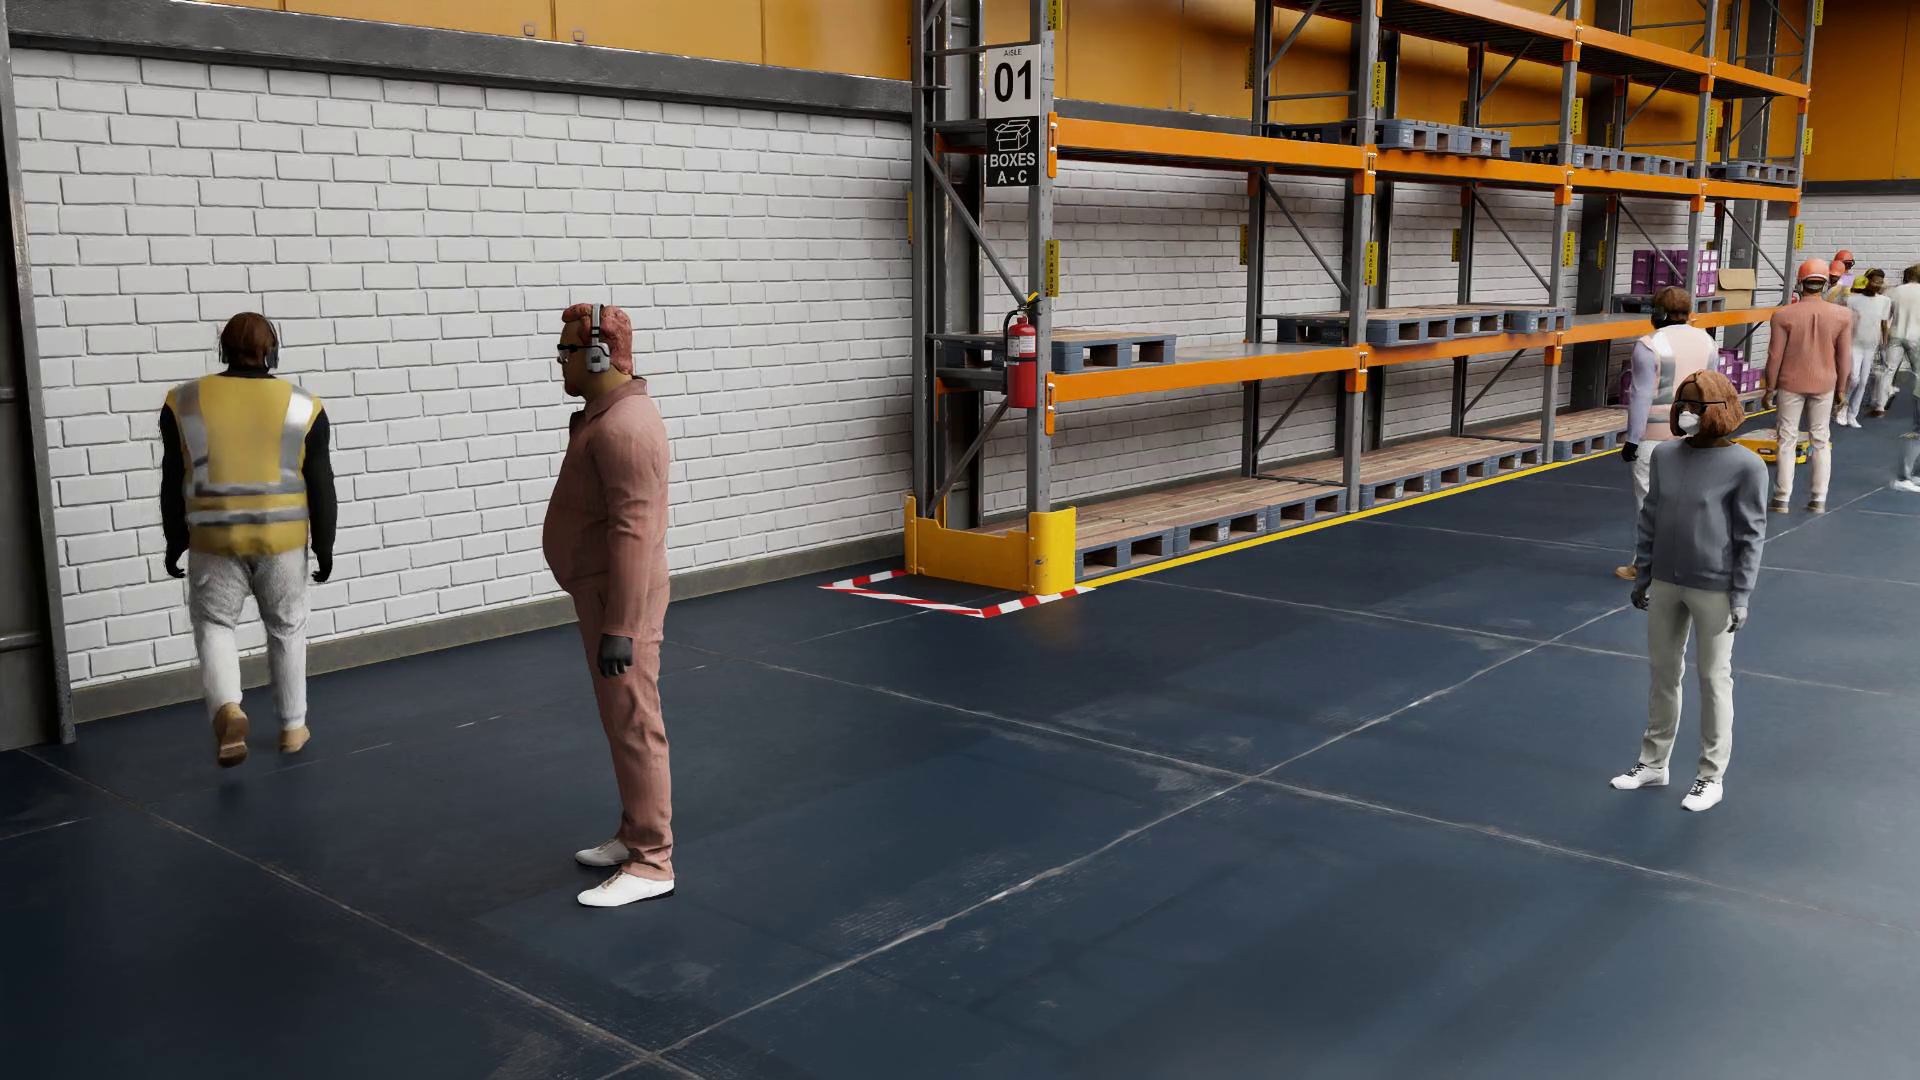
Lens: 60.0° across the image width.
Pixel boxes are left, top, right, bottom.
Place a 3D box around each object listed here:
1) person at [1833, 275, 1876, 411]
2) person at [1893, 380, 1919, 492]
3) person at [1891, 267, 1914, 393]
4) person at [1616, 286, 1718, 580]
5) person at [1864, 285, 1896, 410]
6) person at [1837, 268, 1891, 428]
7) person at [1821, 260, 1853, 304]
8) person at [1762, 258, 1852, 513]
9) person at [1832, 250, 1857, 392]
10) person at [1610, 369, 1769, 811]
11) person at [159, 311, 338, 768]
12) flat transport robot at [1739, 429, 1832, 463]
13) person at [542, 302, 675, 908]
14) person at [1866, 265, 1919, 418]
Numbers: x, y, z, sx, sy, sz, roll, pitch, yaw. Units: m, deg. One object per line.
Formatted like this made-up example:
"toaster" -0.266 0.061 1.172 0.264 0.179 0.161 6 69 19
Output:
"person" 11.498 -2.531 21.352 0.540 1.736 0.693 6 11 29
"person" 8.222 -1.188 14.083 0.486 1.598 0.516 9 13 40
"person" 13.448 -2.991 23.757 0.403 1.809 0.566 -3 11 -18
"person" 4.375 -0.650 10.357 0.633 1.839 0.429 -4 11 -23
"person" 11.942 -2.489 21.492 0.536 1.608 0.761 -1 10 -6
"person" 10.404 -2.200 19.158 0.507 1.845 0.408 1 10 4
"person" 11.582 -2.803 22.450 0.647 1.912 0.622 -3 10 -18
"person" 6.631 -1.202 13.058 0.622 1.992 0.396 2 10 9
"person" 12.685 -3.151 24.012 0.605 2.045 0.378 -3 11 -19
"person" 2.728 0.182 6.201 0.283 1.633 0.497 -6 12 -30
"person" -2.829 0.006 6.651 0.665 1.827 0.669 -4 11 -21
"flat transport robot" 8.112 -0.937 16.452 0.652 0.197 1.431 8 13 38
"person" -1.116 0.205 5.298 0.401 1.906 0.651 -2 10 -12
"person" 11.599 -2.430 20.383 0.910 1.875 0.706 -9 13 -41
